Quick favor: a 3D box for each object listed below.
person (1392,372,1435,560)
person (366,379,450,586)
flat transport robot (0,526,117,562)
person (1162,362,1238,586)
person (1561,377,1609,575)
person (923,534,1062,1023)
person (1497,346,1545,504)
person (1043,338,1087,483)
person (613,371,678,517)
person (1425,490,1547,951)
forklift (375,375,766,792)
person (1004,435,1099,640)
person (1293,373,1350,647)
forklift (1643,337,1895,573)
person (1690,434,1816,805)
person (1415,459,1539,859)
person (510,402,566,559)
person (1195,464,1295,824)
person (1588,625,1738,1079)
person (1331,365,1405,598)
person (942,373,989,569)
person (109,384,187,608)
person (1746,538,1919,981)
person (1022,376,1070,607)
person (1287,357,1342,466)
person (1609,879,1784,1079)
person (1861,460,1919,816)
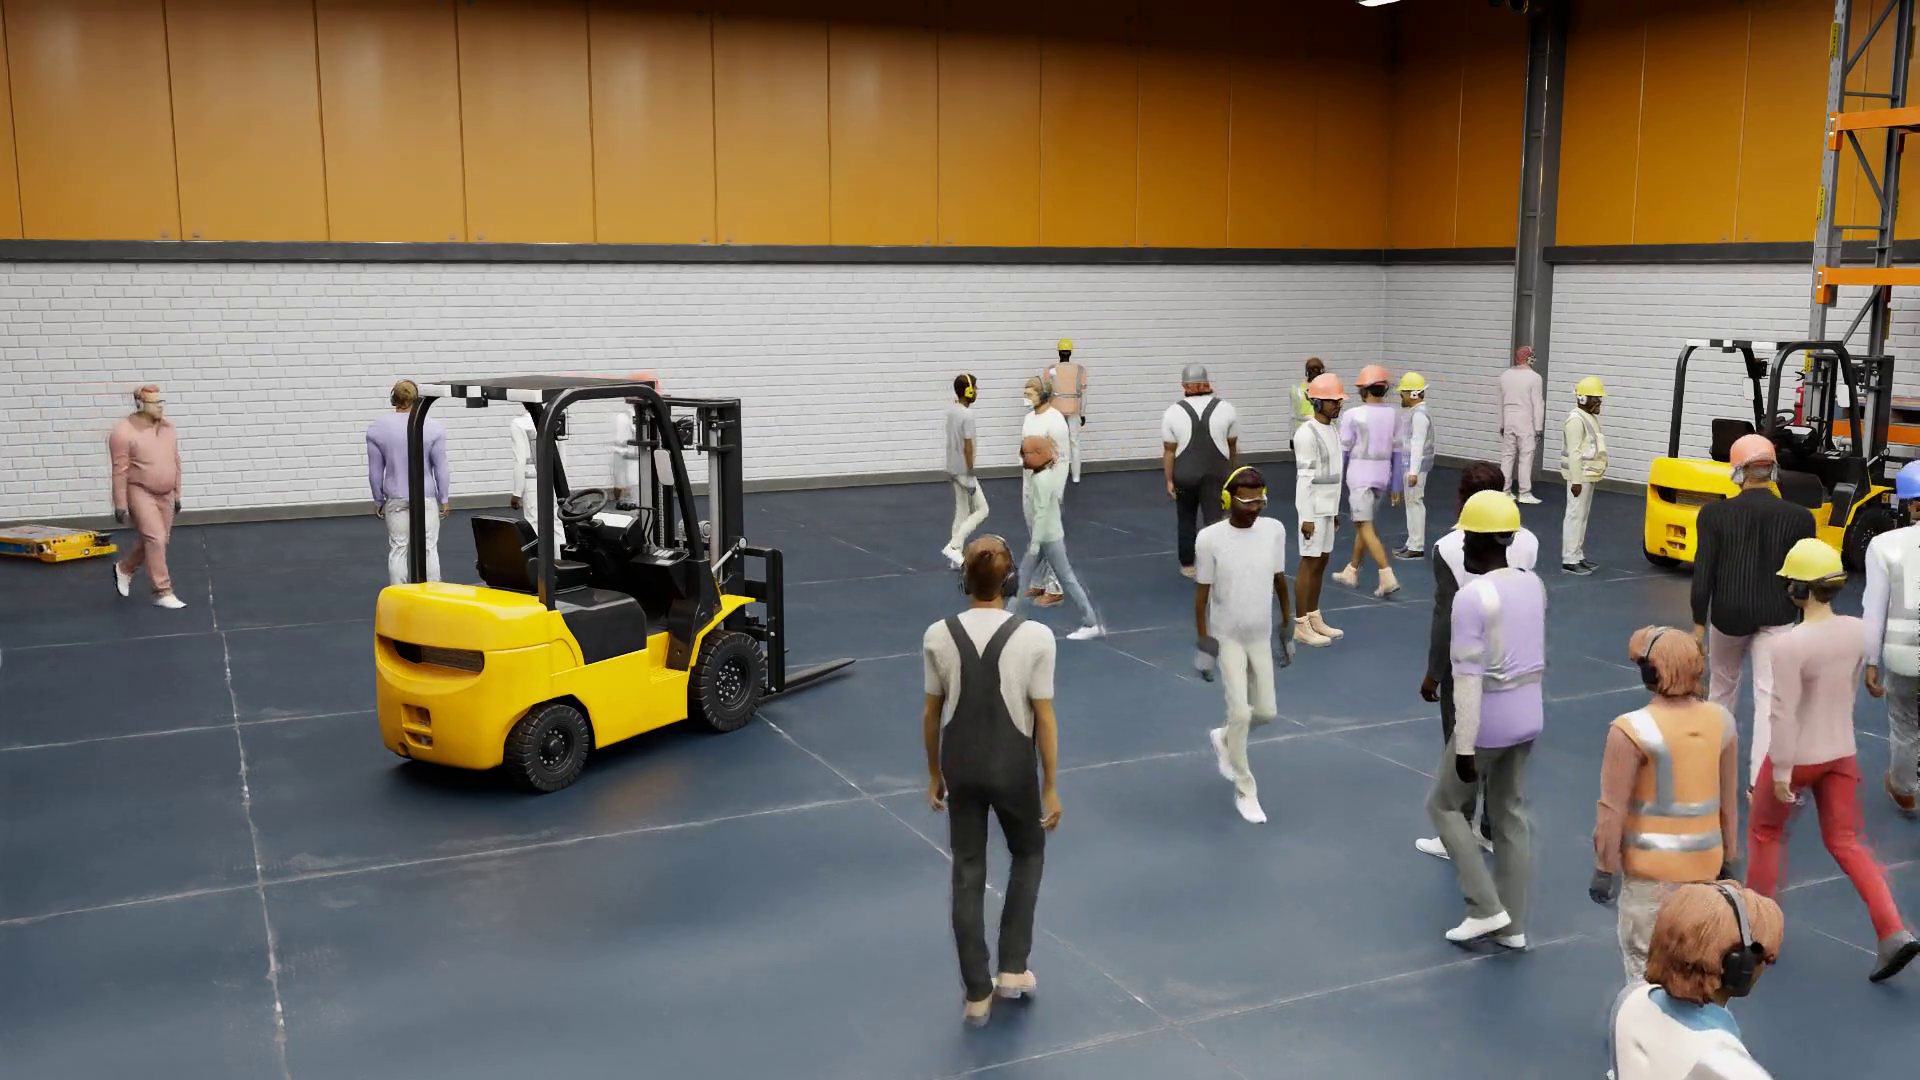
[{"bbox_3d":[4.410,-0.719,16.225,0.403,1.826,0.592,2,9,10],"label":"person"},{"bbox_3d":[-4.433,-0.326,13.427,0.630,1.940,0.370,-1,9,-8],"label":"person"},{"bbox_3d":[-9.099,0.023,16.419,1.431,0.197,0.652,5,10,26],"label":"flat transport robot"},{"bbox_3d":[2.152,-0.623,14.950,0.685,2.000,0.926,1,9,4],"label":"person"},{"bbox_3d":[5.795,-0.598,15.445,0.404,1.829,0.600,6,11,31],"label":"person"},{"bbox_3d":[0.133,0.882,6.262,0.550,1.828,0.518,2,9,15],"label":"person"},{"bbox_3d":[6.813,-1.392,20.139,0.403,1.906,0.651,-5,11,-31],"label":"person"},{"bbox_3d":[1.379,-1.700,21.985,0.590,1.926,0.388,-1,9,-9],"label":"person"},{"bbox_3d":[-2.836,-0.561,14.949,0.500,1.916,0.564,8,12,40],"label":"person"},{"bbox_3d":[2.176,0.752,6.835,0.596,1.913,0.454,-7,11,-35],"label":"person"},{"bbox_3d":[-2.268,0.149,9.685,1.214,2.155,2.313,6,11,32],"label":"forklift"},{"bbox_3d":[0.627,-0.004,12.553,0.944,1.570,0.514,-1,9,-5],"label":"person"},{"bbox_3d":[2.721,-0.230,12.502,0.373,2.043,0.615,6,11,31],"label":"person"},{"bbox_3d":[7.551,-0.789,15.507,2.313,2.155,1.214,-4,10,-25],"label":"forklift"},{"bbox_3d":[4.280,0.396,8.984,0.657,1.922,1.076,3,10,16],"label":"person"},{"bbox_3d":[2.454,0.575,7.887,0.593,1.922,0.392,-5,10,-28],"label":"person"},{"bbox_3d":[-3.643,-0.453,14.388,0.362,1.883,0.575,6,11,35],"label":"person"},{"bbox_3d":[1.438,0.500,8.592,0.579,1.840,0.617,-3,10,-16],"label":"person"},{"bbox_3d":[2.374,1.099,5.564,0.527,1.625,0.389,-4,10,-24],"label":"person"},{"bbox_3d":[3.564,-0.514,14.423,0.628,2.006,1.017,-4,10,-25],"label":"person"},{"bbox_3d":[0.065,-0.631,15.585,0.388,1.852,0.548,-4,10,-23],"label":"person"},{"bbox_3d":[-6.857,-0.372,13.934,0.841,1.878,0.658,3,10,21],"label":"person"},{"bbox_3d":[3.466,0.866,6.651,0.519,1.737,0.821,-4,10,-21],"label":"person"},{"bbox_3d":[0.693,-0.411,13.952,0.354,1.936,0.635,-4,10,-24],"label":"person"},{"bbox_3d":[4.120,-1.219,19.323,0.637,1.820,0.637,3,10,18],"label":"person"},{"bbox_3d":[1.459,1.460,3.354,0.702,1.613,0.533,-1,9,-7],"label":"person"},{"bbox_3d":[4.759,0.555,8.138,0.650,1.871,1.037,5,10,29],"label":"person"}]
